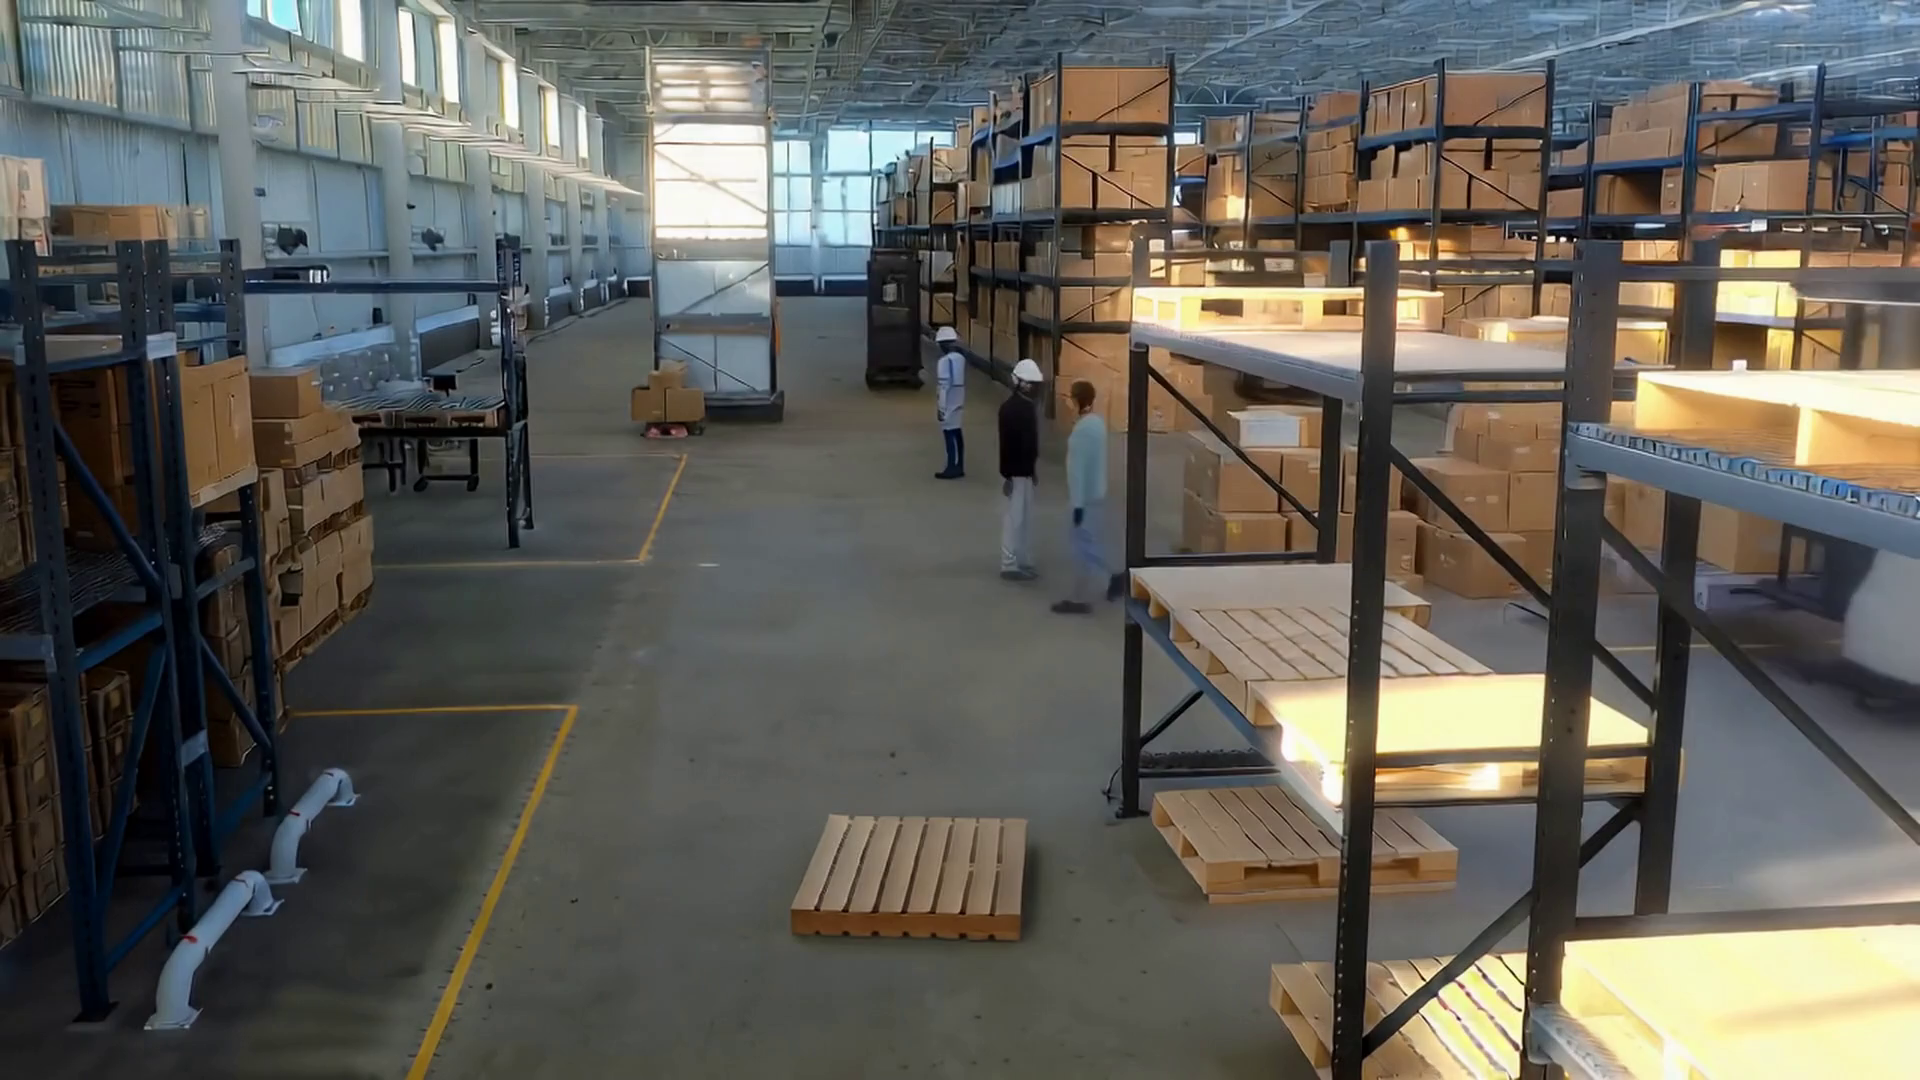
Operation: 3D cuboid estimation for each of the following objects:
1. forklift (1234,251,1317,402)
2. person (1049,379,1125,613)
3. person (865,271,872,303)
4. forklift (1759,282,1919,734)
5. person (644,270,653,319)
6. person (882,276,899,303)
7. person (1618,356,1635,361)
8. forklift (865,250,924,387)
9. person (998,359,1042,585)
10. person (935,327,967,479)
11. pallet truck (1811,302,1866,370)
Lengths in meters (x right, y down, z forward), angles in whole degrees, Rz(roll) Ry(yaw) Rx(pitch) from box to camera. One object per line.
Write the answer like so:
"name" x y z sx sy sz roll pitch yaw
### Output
"forklift" 6.027 -4.067 31.471 1.129 2.768 1.873 -1 10 -6
"person" 1.051 -0.341 13.468 0.573 1.923 0.636 2 10 9
"person" -4.244 -11.915 78.229 0.502 1.704 0.600 8 13 37
"forklift" 6.308 -0.313 10.668 1.129 2.768 1.873 -1 10 -6
"person" -11.980 -9.527 64.467 0.401 1.893 0.656 8 13 39
"person" -2.286 -7.756 54.774 0.567 1.847 0.389 0 10 2
"person" 7.138 -1.081 17.884 0.781 1.816 0.628 -6 12 -28
"forklift" -1.405 -4.671 34.818 1.129 2.768 1.873 -1 10 -6
"person" 0.537 -0.611 14.773 0.396 1.991 0.626 4 11 21
"person" -0.146 -1.741 21.215 0.382 1.930 0.547 6 12 31
"pallet truck" 15.846 -3.142 28.793 1.885 1.965 0.823 2 10 12
